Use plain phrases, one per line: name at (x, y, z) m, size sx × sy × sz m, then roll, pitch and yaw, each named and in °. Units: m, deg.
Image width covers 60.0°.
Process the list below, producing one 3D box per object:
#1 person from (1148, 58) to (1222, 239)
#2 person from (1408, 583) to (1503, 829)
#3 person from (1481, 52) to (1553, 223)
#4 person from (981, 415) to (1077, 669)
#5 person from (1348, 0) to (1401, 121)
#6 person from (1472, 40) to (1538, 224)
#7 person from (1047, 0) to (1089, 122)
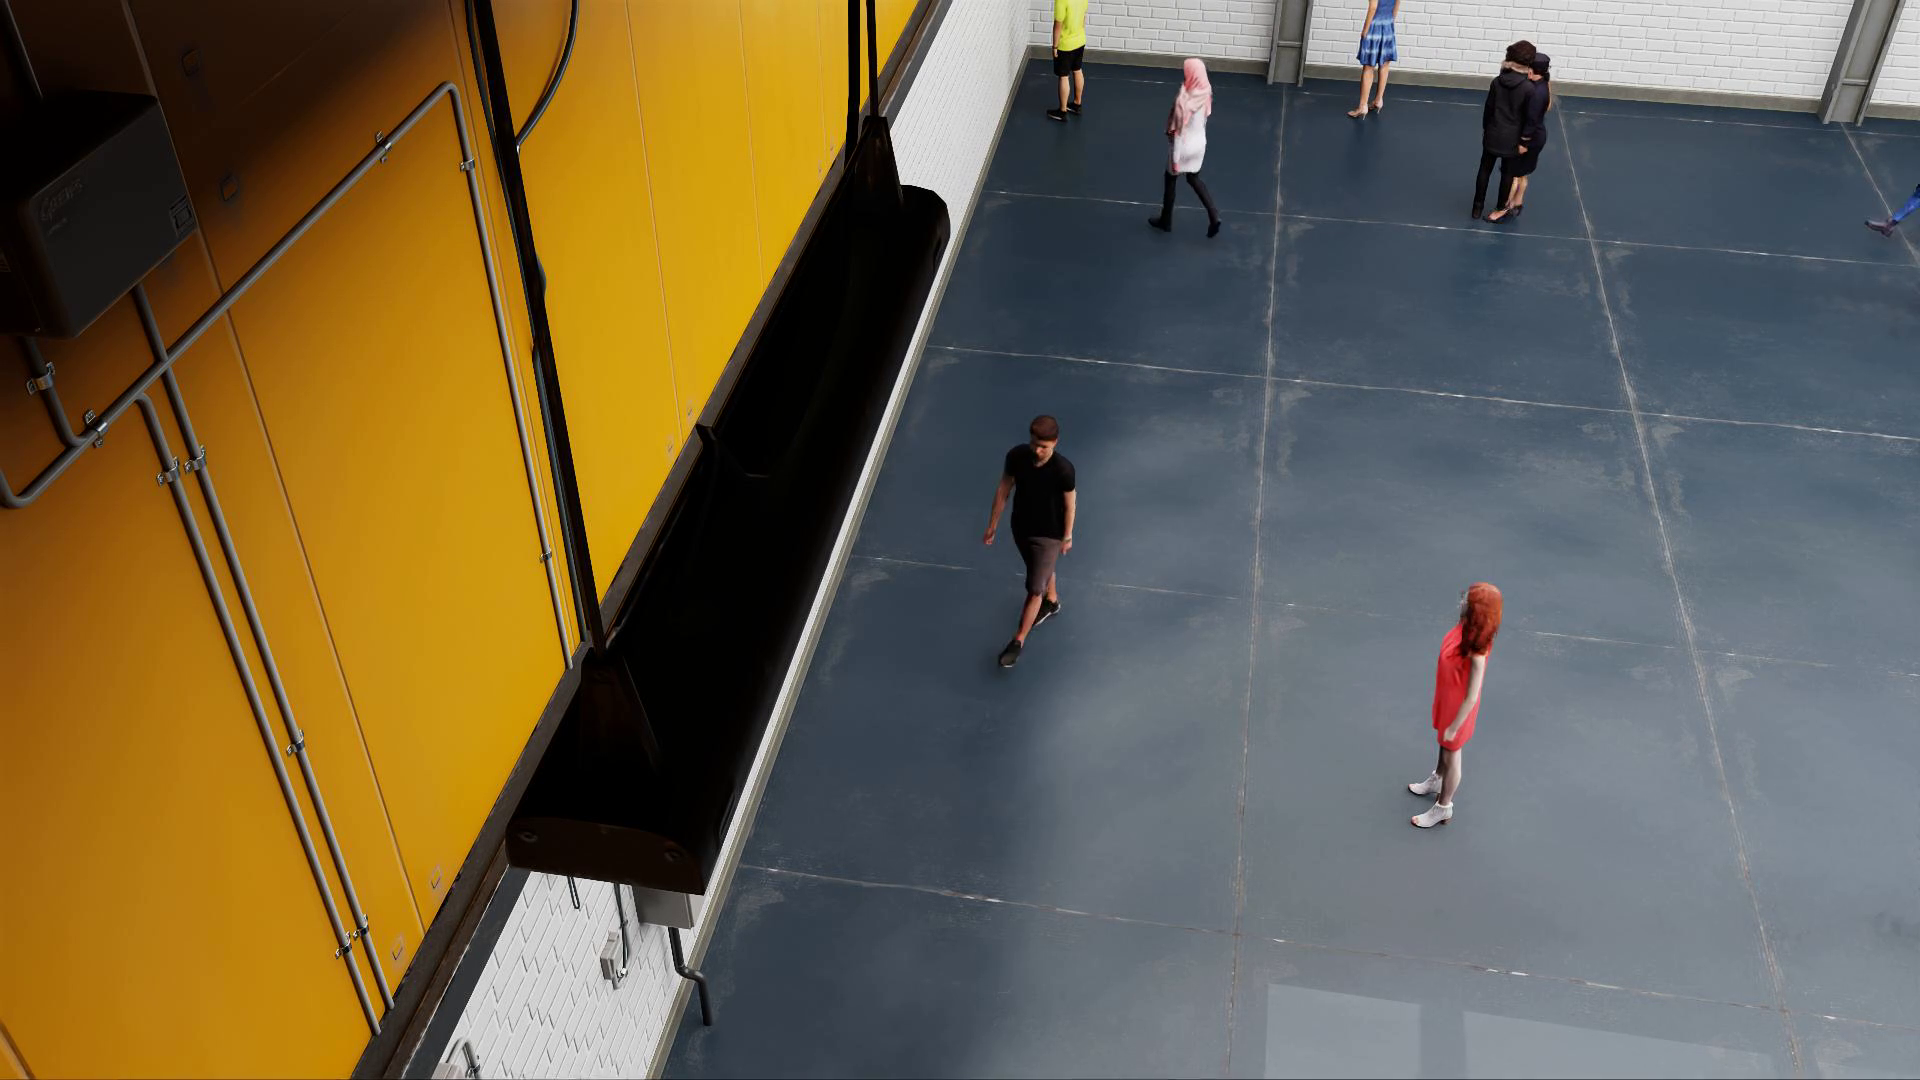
person at (2.189, -3.637, 15.559) m, size 1.028 × 1.786 × 1.126 m, roll -29°, pitch 47°, yaw -31°
person at (2.921, 0.963, 9.766) m, size 0.493 × 1.828 × 0.588 m, roll 6°, pitch 39°, yaw 8°
person at (5.433, -3.847, 15.916) m, size 0.680 × 1.670 × 0.710 m, roll 11°, pitch 40°, yaw 13°
person at (0.579, -0.120, 11.126) m, size 1.155 × 1.823 × 1.071 m, roll 26°, pitch 46°, yaw 29°
person at (4.460, -5.389, 17.737) m, size 0.743 × 1.806 × 0.799 m, roll -24°, pitch 45°, yaw -27°
person at (5.207, -3.883, 15.876) m, size 0.671 × 1.776 × 0.775 m, roll 23°, pitch 44°, yaw 26°
person at (1.186, -5.352, 17.771) m, size 0.686 × 1.706 × 0.722 m, roll -29°, pitch 47°, yaw -31°
